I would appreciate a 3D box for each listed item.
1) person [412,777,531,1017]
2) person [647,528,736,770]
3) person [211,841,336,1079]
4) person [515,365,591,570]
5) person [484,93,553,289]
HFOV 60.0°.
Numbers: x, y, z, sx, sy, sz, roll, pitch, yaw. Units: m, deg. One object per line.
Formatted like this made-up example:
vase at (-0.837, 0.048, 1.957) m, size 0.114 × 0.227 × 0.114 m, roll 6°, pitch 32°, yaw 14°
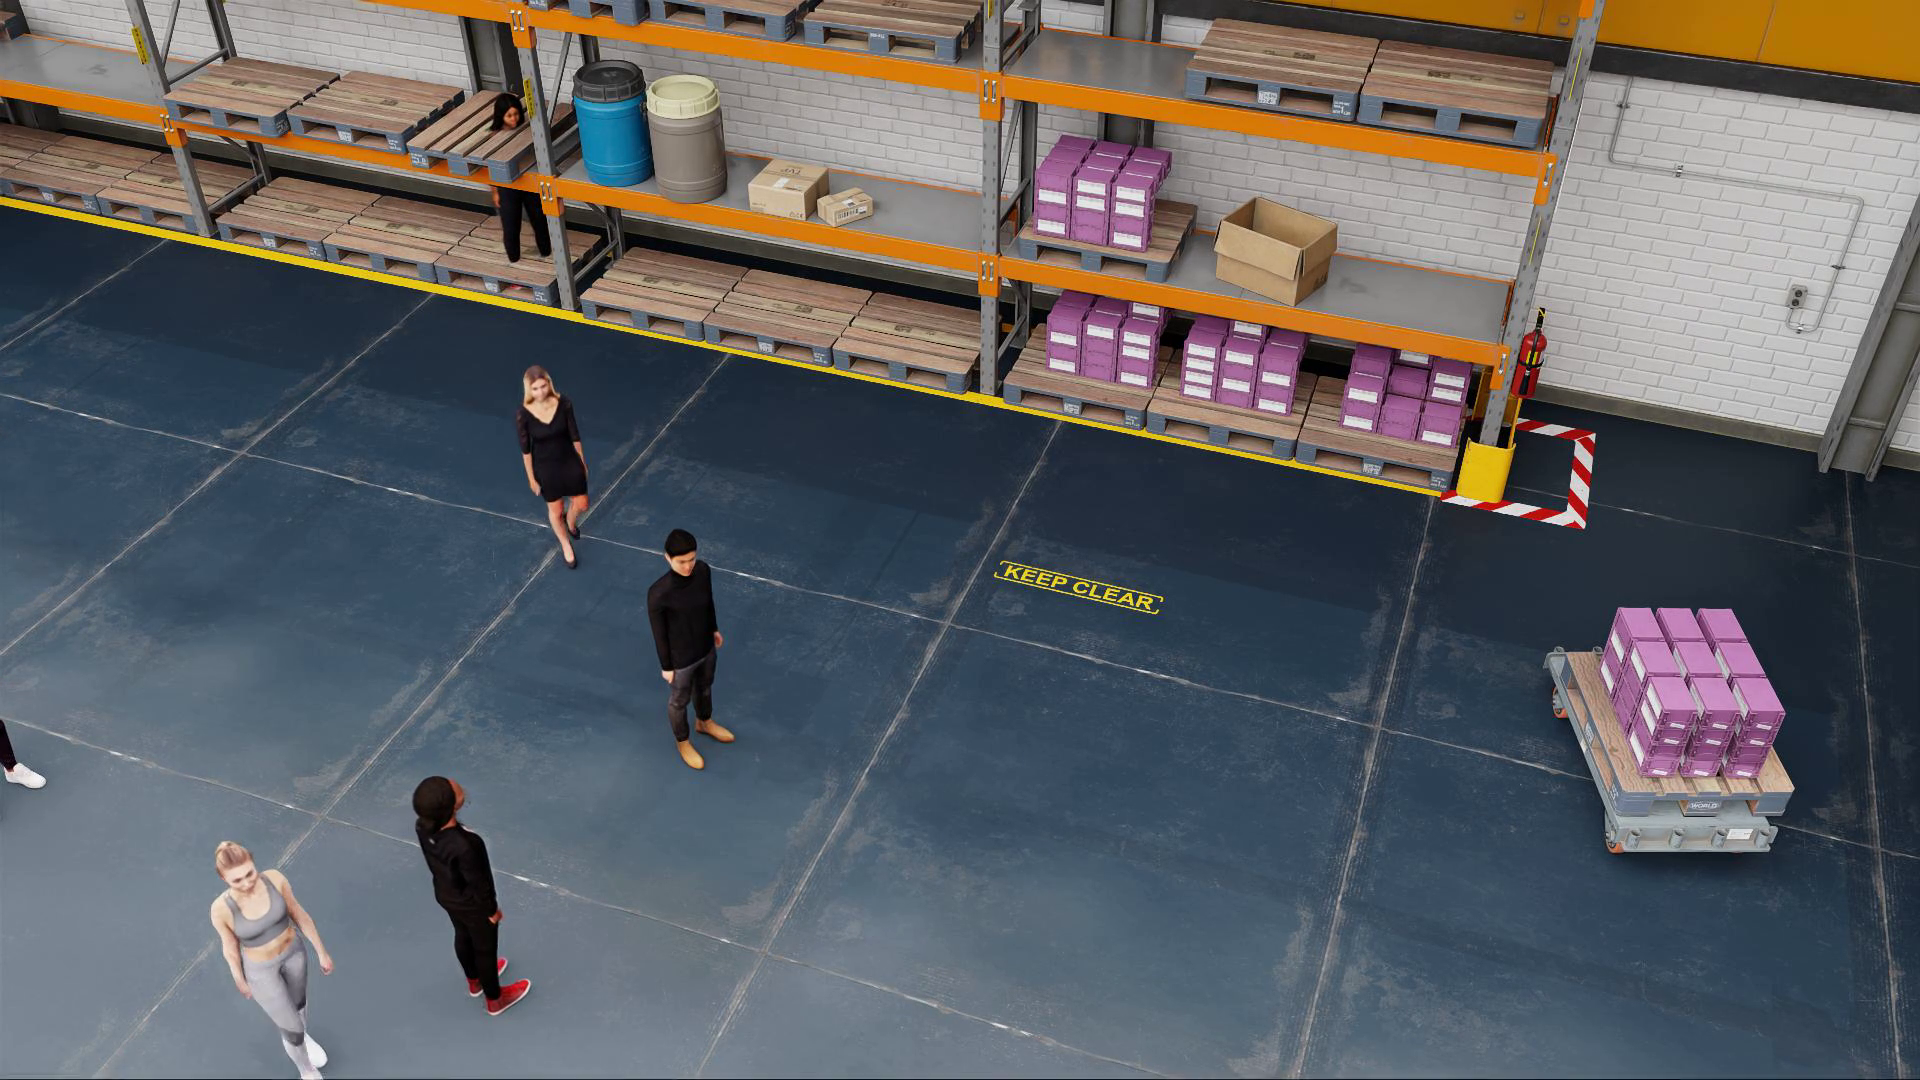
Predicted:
person at (-2.593, 1.865, 8.705) m, size 0.584 × 1.674 × 0.719 m, roll 27°, pitch 46°, yaw 29°
person at (-1.671, 0.634, 10.208) m, size 0.653 × 1.723 × 0.709 m, roll 26°, pitch 45°, yaw 29°
person at (-3.501, 2.089, 8.415) m, size 0.819 × 1.687 × 0.687 m, roll 26°, pitch 45°, yaw 29°
person at (-2.867, -0.549, 11.734) m, size 0.731 × 1.666 × 0.790 m, roll -18°, pitch 42°, yaw -21°
person at (-3.934, -3.144, 14.867) m, size 0.775 × 1.812 × 0.836 m, roll -15°, pitch 41°, yaw -18°
